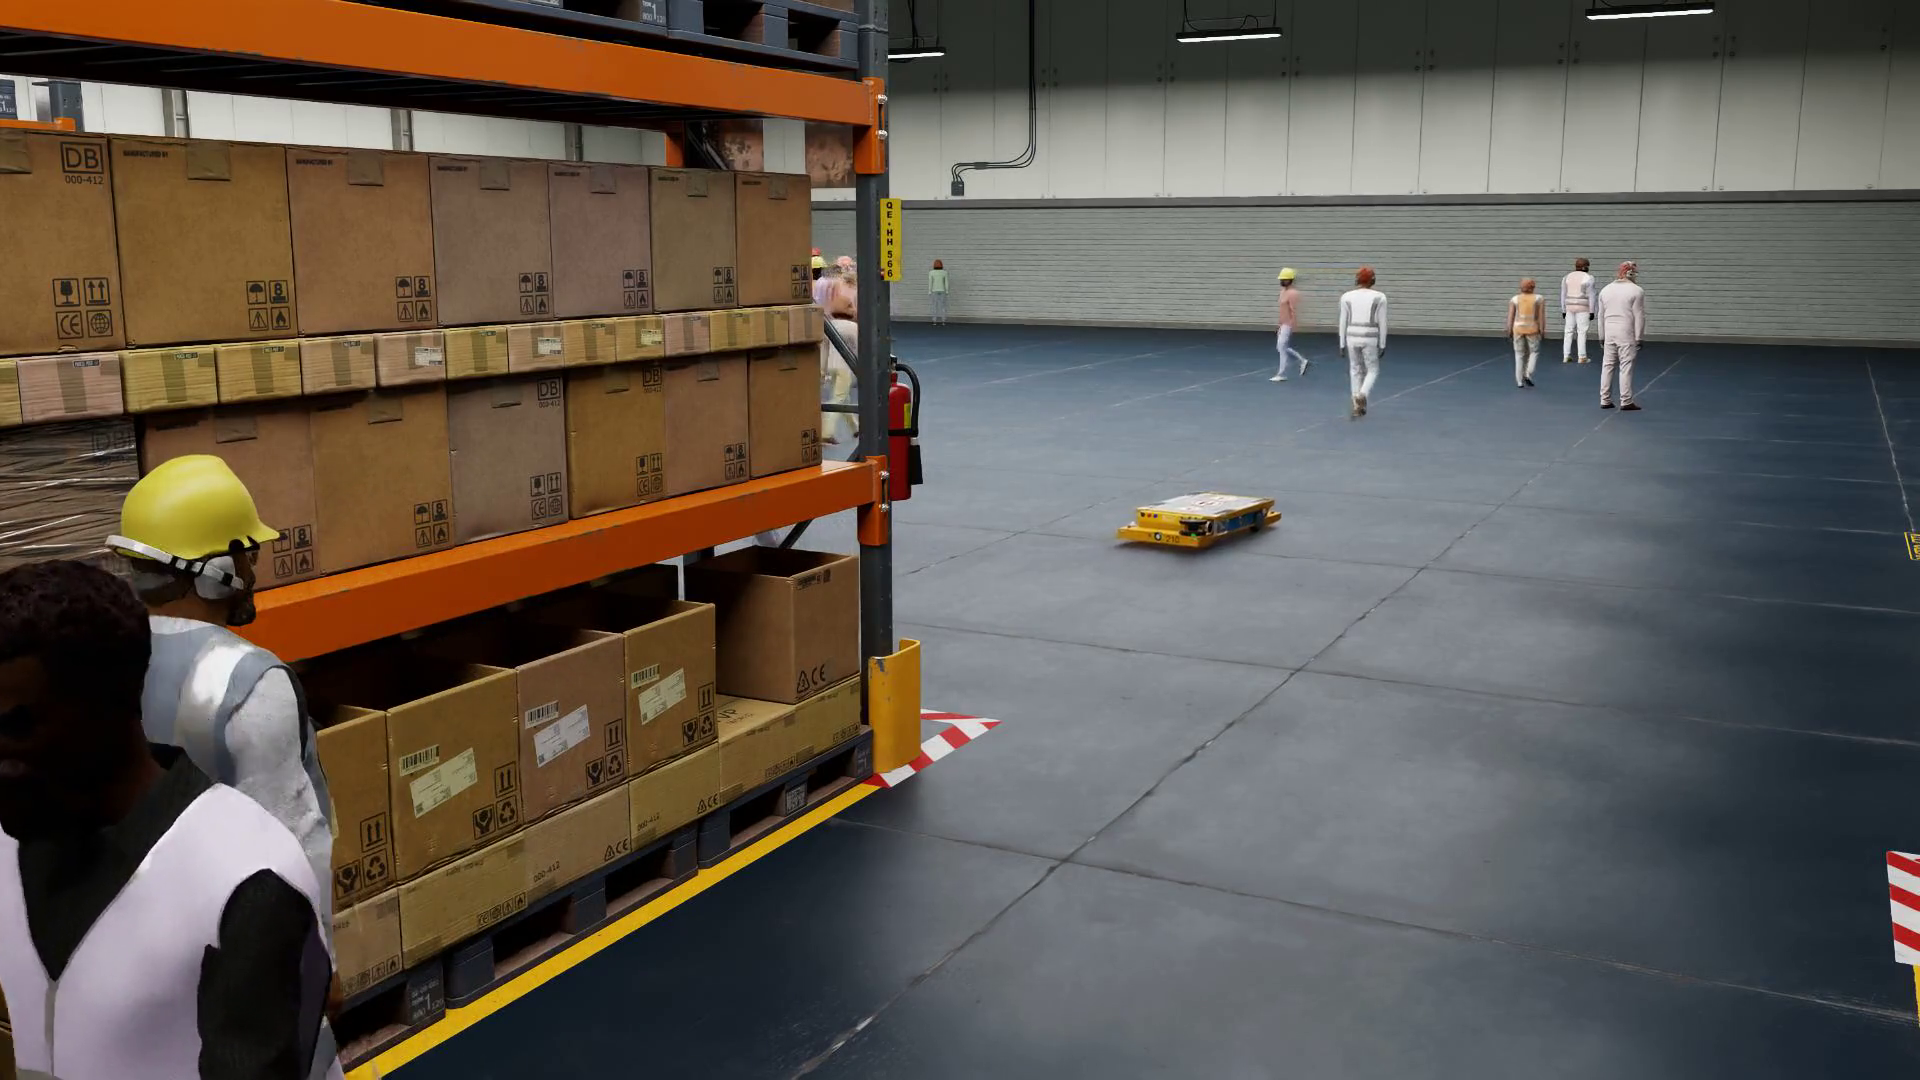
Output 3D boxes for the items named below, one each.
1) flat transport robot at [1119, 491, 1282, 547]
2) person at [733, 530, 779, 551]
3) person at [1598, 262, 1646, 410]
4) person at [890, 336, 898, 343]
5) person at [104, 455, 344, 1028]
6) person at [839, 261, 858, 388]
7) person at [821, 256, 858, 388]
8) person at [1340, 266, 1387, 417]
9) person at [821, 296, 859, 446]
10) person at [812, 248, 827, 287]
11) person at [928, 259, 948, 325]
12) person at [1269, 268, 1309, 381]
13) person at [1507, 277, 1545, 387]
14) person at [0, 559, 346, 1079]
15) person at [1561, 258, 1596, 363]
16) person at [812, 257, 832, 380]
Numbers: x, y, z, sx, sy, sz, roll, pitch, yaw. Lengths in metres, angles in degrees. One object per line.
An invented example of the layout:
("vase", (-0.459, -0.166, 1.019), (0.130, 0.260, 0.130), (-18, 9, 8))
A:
("flat transport robot", (1.829, -0.174, 12.520), (0.652, 0.197, 1.431), (7, 13, 34))
("person", (-1.285, -0.480, 9.994), (0.537, 1.820, 0.990), (6, 12, 30))
("person", (8.542, -2.625, 21.438), (0.402, 1.904, 0.638), (-7, 12, -32))
("person", (-1.680, -5.002, 34.440), (0.785, 1.879, 0.677), (-2, 11, -12))
("person", (-1.428, 0.747, 3.237), (0.586, 1.833, 0.403), (5, 11, 24))
("person", (-1.508, -3.094, 24.079), (0.696, 1.868, 0.458), (7, 13, 34))
("person", (-1.754, -3.194, 24.478), (0.988, 1.942, 0.611), (-5, 12, -27))
("person", (4.938, -2.424, 20.433), (0.586, 1.866, 0.583), (5, 12, 27))
("person", (-1.237, -1.825, 17.936), (0.505, 1.585, 0.872), (9, 14, 40))
("person", (-3.488, -6.076, 40.167), (0.554, 1.939, 0.377), (-3, 11, -16))
("person", (-0.544, -6.220, 41.776), (0.507, 1.631, 0.279), (-1, 10, -8))
("person", (5.089, -3.320, 25.636), (0.606, 1.748, 0.537), (-1, 10, -6))
("person", (8.339, -3.059, 24.520), (0.547, 1.625, 0.360), (6, 12, 28))
("person", (-1.000, 0.920, 2.229), (0.606, 1.869, 1.018), (5, 12, 26))
("person", (10.911, -4.039, 29.318), (0.429, 1.840, 0.629), (-8, 13, -38))
("person", (-2.262, -3.410, 25.690), (0.695, 1.904, 0.628), (0, 10, -1))
